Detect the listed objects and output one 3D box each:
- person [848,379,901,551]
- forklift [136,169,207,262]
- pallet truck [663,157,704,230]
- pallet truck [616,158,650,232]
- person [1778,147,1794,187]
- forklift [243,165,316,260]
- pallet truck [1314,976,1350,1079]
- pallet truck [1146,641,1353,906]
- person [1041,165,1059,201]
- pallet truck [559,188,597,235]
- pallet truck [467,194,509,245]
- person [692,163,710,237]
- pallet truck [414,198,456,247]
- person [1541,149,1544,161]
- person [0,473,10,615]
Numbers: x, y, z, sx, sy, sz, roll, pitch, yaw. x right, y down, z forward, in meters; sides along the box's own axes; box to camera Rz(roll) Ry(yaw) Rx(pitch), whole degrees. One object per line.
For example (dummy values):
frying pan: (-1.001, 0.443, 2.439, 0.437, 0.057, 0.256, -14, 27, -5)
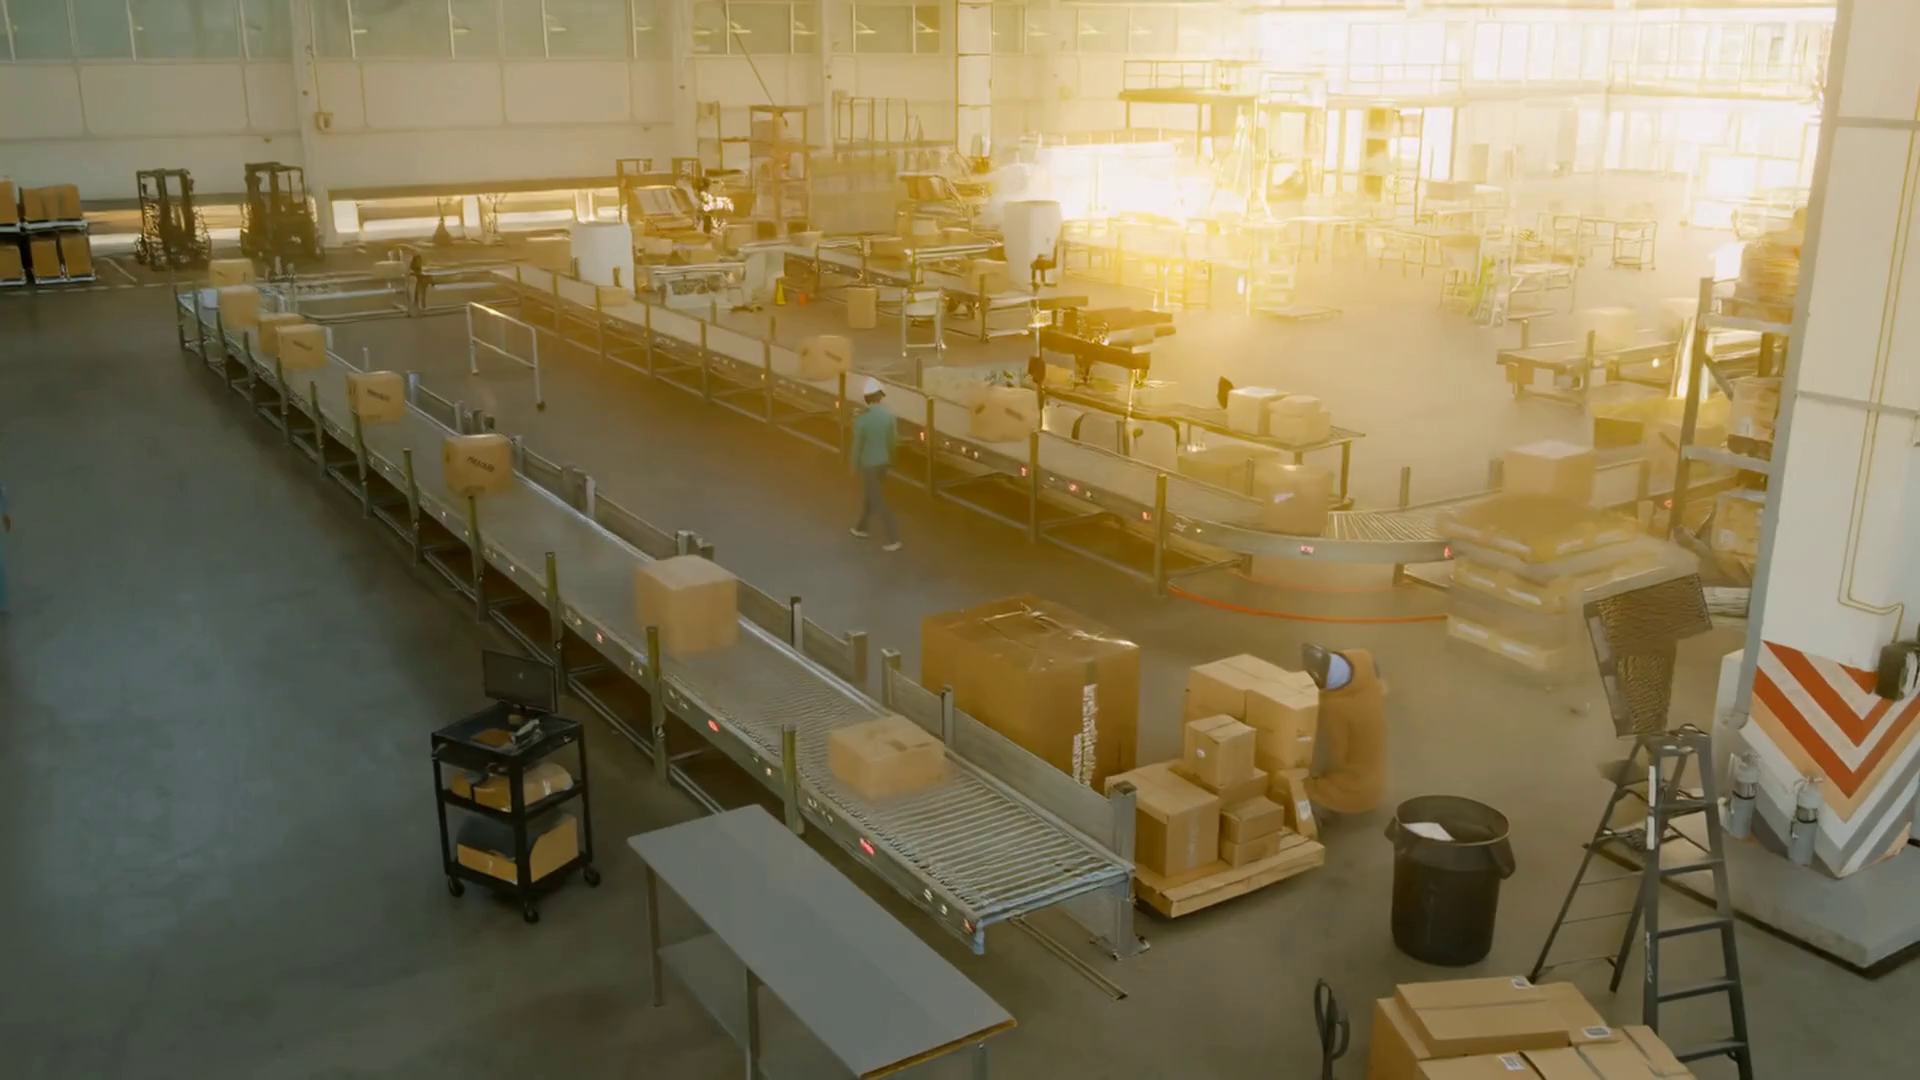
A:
person: (-0.867, -0.765, 16.741, 0.535, 1.720, 0.893, -16, 23, -42)
forklift: (-17.842, -7.318, 37.559, 1.157, 1.987, 2.680, -10, 20, -31)
pallet truck: (-7.586, -9.308, 44.692, 0.823, 1.965, 1.885, -11, 20, -33)
pallet truck: (-8.918, -9.176, 44.255, 0.823, 1.965, 1.885, -9, 19, -27)
person: (25.344, -11.169, 51.221, 0.932, 1.797, 0.537, 7, 18, 23)
forklift: (-15.898, -7.669, 38.708, 1.157, 1.987, 2.680, -11, 20, -33)
pallet truck: (2.299, 2.390, 7.086, 1.601, 1.201, 0.680, -2, 17, -7)
pallet truck: (1.664, 1.407, 10.232, 1.630, 1.274, 0.653, -10, 20, -31)
person: (2.296, -8.224, 41.085, 1.000, 1.994, 0.633, 0, 17, -1)
pallet truck: (-10.010, -8.652, 43.699, 0.653, 1.274, 1.630, -10, 20, -31)
pallet truck: (-11.983, -8.177, 42.137, 0.704, 1.261, 1.522, -11, 20, -33)
person: (-6.759, -8.799, 43.156, 0.403, 1.906, 0.651, -14, 22, -40)
pallet truck: (-13.250, -8.060, 41.856, 0.680, 1.201, 1.601, -10, 20, -31)
person: (21.822, -14.476, 62.515, 0.496, 1.625, 0.286, 10, 19, 29)
person: (-8.762, -0.273, 14.767, 0.619, 1.928, 0.724, -4, 17, -12)
